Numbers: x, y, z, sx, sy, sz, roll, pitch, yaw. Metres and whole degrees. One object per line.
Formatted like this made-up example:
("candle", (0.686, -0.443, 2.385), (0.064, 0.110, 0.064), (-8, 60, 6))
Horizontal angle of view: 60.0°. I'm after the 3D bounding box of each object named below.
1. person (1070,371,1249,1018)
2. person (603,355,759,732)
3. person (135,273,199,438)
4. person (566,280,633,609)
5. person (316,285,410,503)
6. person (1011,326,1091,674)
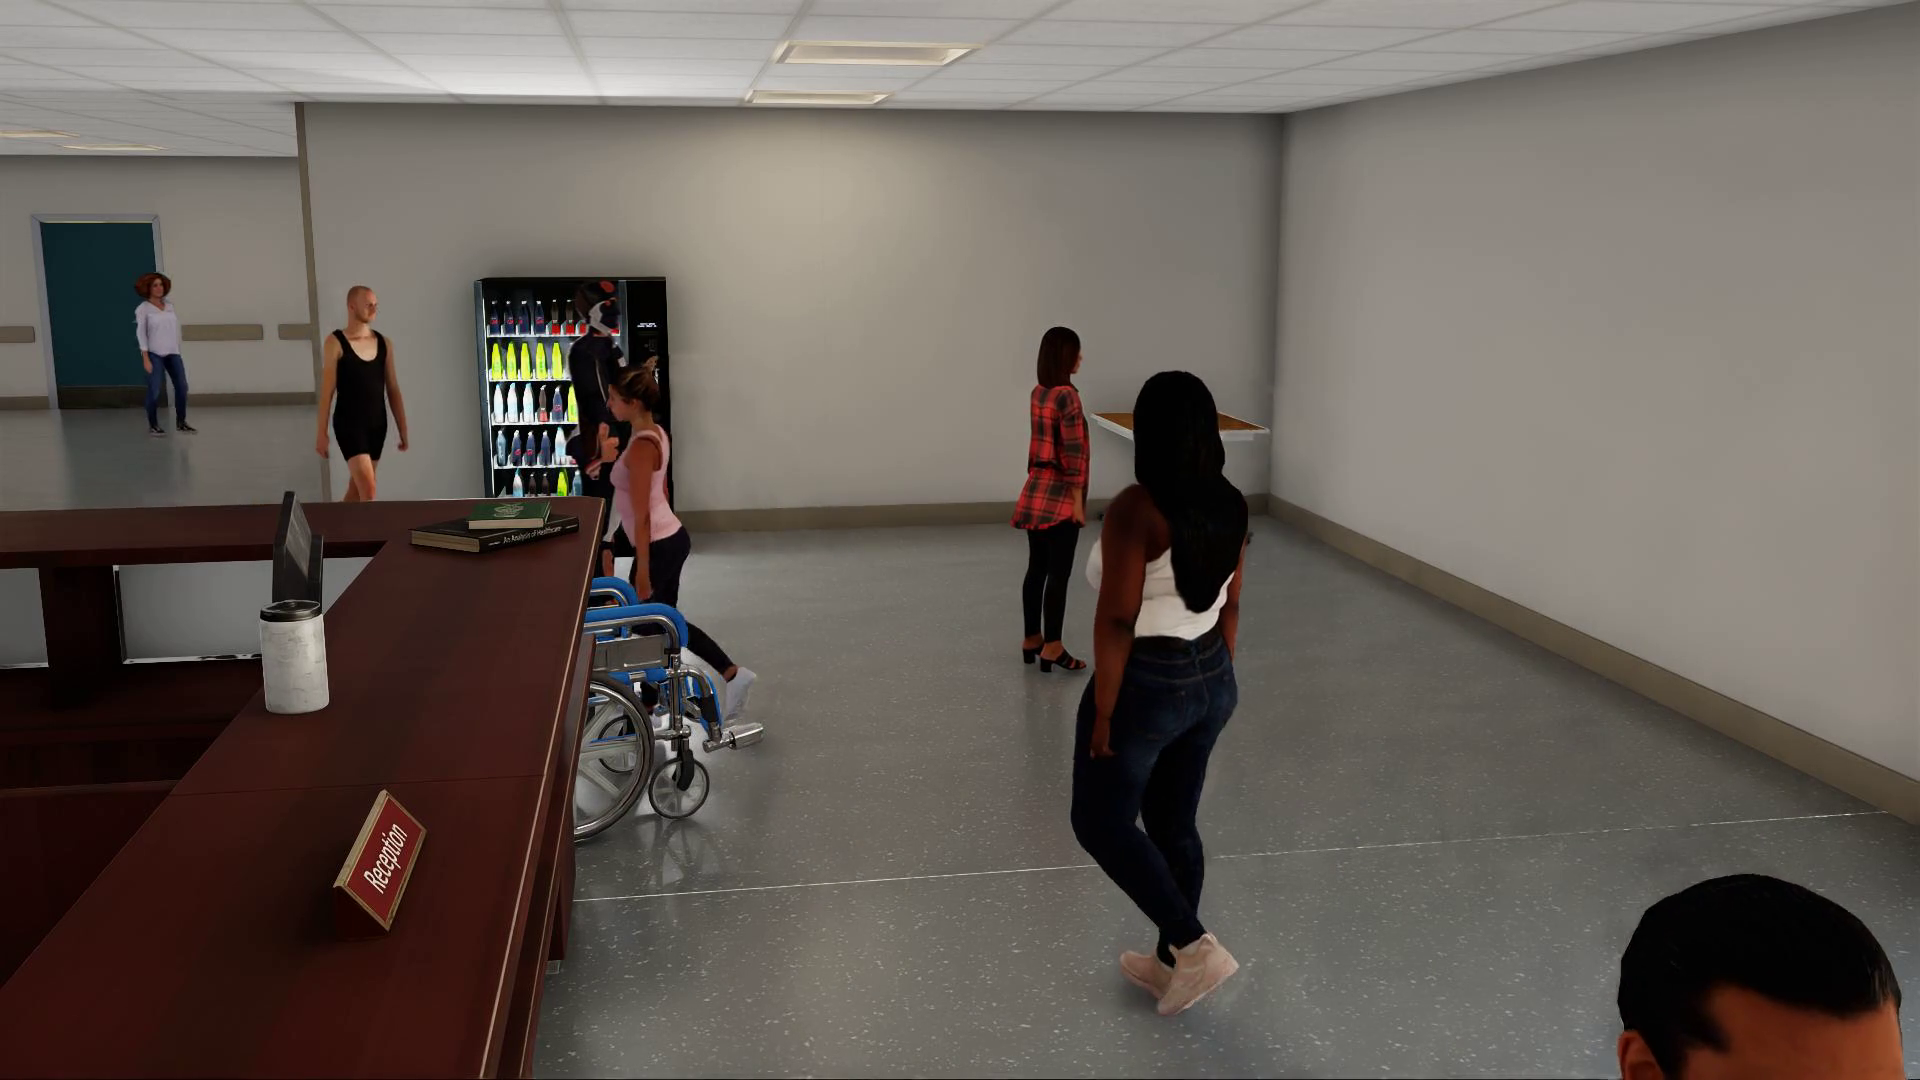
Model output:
("person", (0.597, 0.462, 4.473), (0.862, 1.796, 0.877), (-7, 13, -33))
("person", (-1.219, 0.053, 7.053), (0.991, 1.637, 0.765), (2, 11, 9))
("person", (-8.399, -1.928, 17.352), (0.945, 1.690, 0.882), (7, 13, 32))
("person", (-1.987, -0.490, 9.235), (0.685, 1.891, 0.755), (1, 11, 5))
("person", (-3.905, -0.699, 10.691), (1.229, 1.760, 1.136), (7, 13, 32))
("person", (0.466, -0.204, 8.235), (0.641, 1.702, 0.677), (-5, 12, -26))
